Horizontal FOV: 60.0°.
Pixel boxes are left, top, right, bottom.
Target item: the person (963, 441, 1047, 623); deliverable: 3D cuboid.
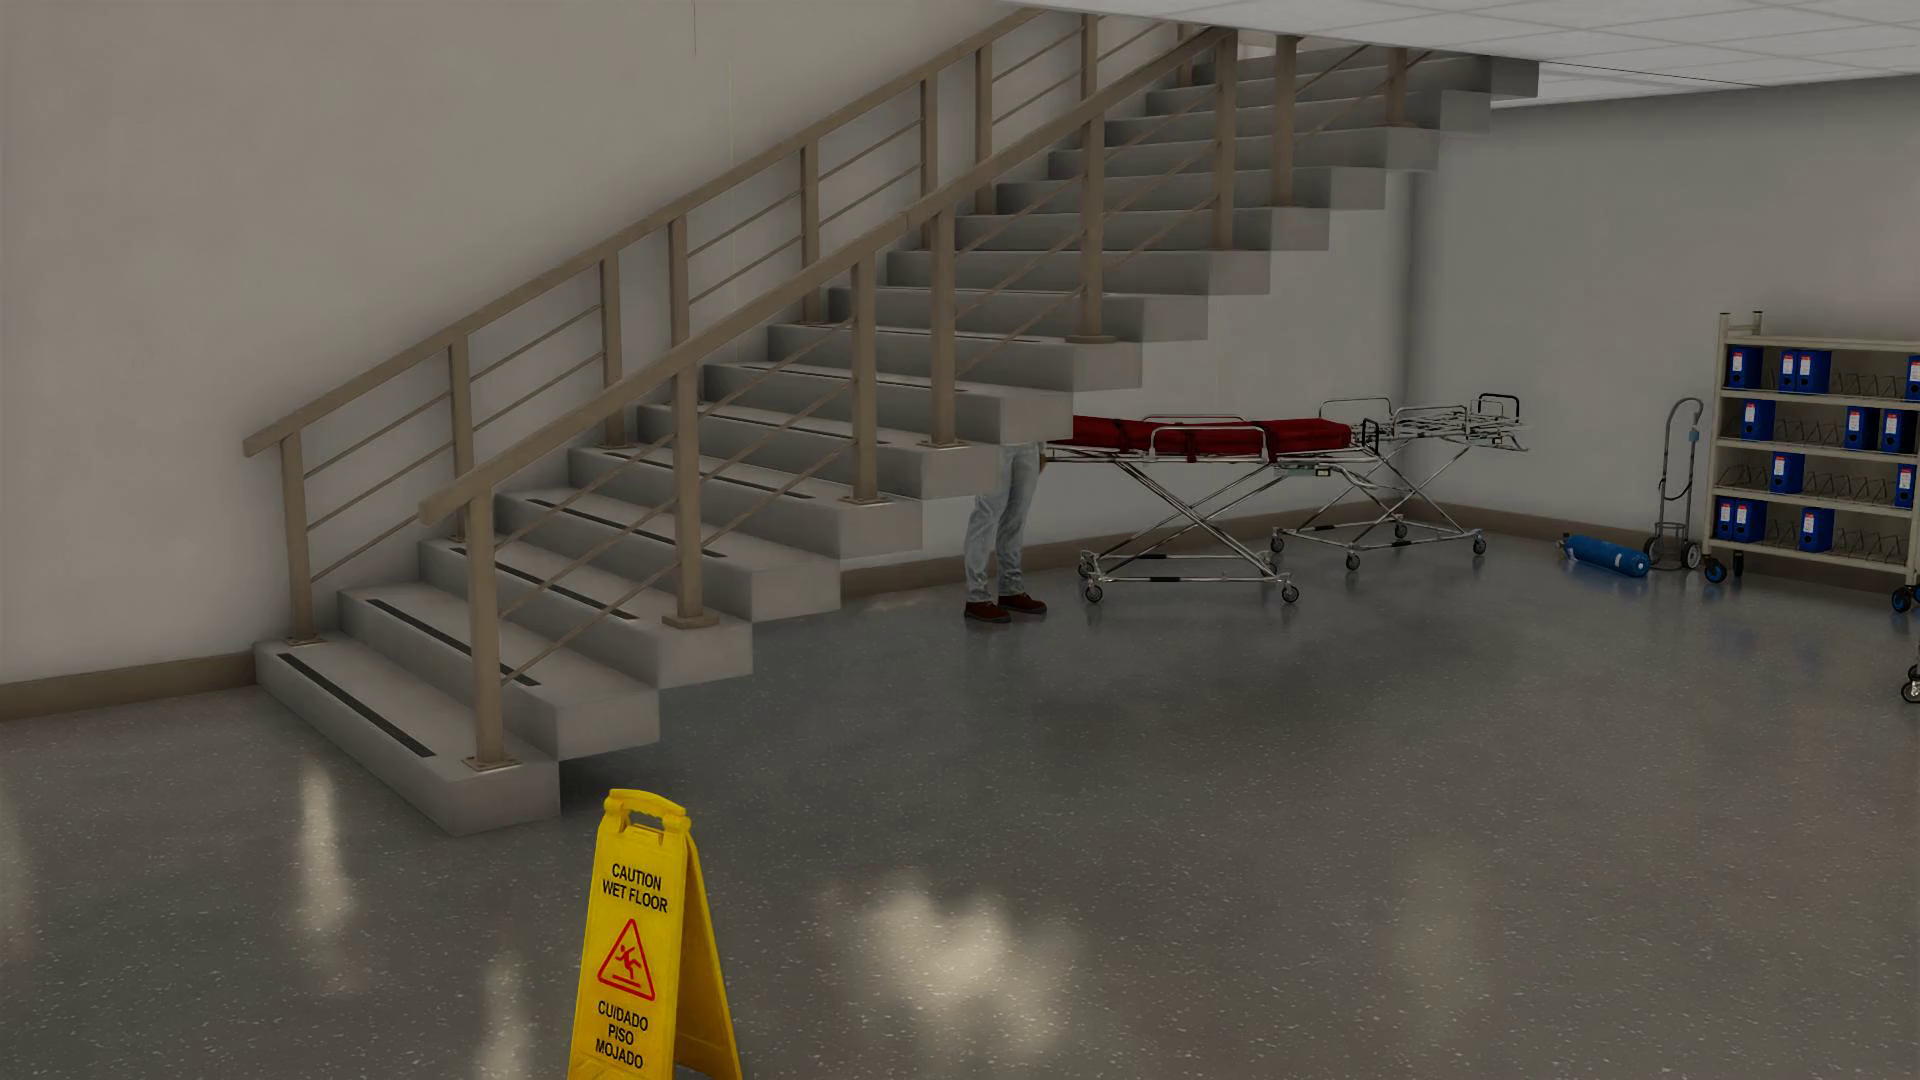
[{"bbox_3d":[0.259,-0.513,9.128,0.371,1.932,0.628,8,13,40],"label":"person"}]
